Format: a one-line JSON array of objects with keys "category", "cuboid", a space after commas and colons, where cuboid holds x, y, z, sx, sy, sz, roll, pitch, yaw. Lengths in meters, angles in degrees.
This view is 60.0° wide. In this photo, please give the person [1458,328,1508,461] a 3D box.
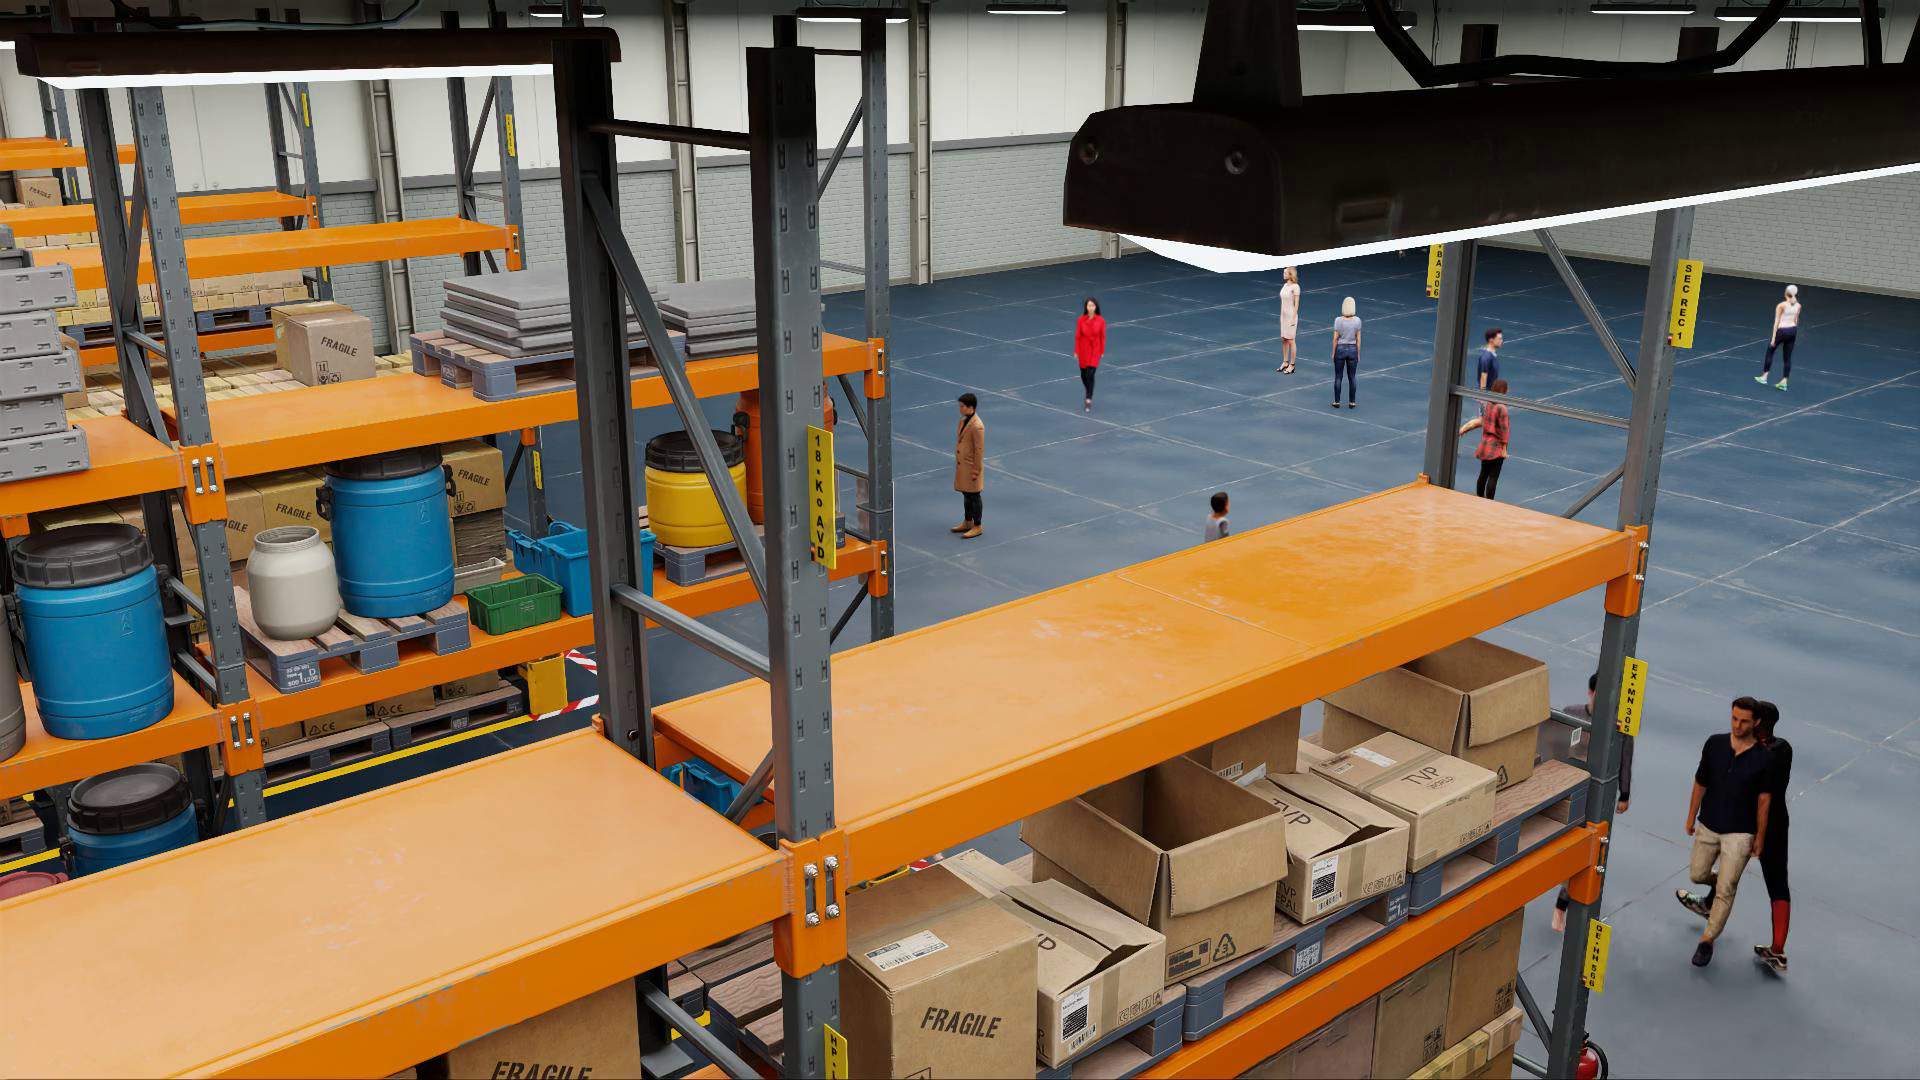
[{"category": "person", "cuboid": [7.163, -2.004, 22.882, 0.957, 1.824, 1.087, 9, 20, 25]}]

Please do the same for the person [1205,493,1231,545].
[{"category": "person", "cuboid": [2.548, 0.181, 16.782, 0.595, 1.447, 0.633, 17, 24, 42]}]

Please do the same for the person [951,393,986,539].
[{"category": "person", "cuboid": [0.127, -0.904, 19.664, 0.688, 1.726, 0.697, -9, 20, -26]}]

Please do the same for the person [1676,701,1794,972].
[{"category": "person", "cuboid": [5.289, 1.952, 10.848, 1.171, 1.753, 0.976, -6, 19, -18]}]

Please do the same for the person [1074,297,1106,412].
[{"category": "person", "cuboid": [2.004, -2.893, 25.790, 1.044, 1.713, 1.148, 3, 18, 9]}]

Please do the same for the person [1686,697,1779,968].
[{"category": "person", "cuboid": [5.075, 1.870, 10.957, 0.728, 1.841, 1.027, 15, 24, 39]}]

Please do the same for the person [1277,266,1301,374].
[{"category": "person", "cuboid": [5.593, -3.743, 28.216, 0.606, 1.829, 0.634, -7, 19, -21]}]

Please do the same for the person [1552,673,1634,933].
[{"category": "person", "cuboid": [4.334, 1.721, 11.492, 0.969, 1.794, 1.232, 11, 21, 29]}]

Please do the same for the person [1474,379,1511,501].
[{"category": "person", "cuboid": [6.552, -1.141, 20.429, 0.706, 1.702, 0.702, -4, 18, -12]}]

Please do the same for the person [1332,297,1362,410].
[{"category": "person", "cuboid": [5.995, -2.904, 25.817, 0.648, 1.718, 0.698, 3, 18, 8]}]

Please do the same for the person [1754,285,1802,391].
[{"category": "person", "cuboid": [13.439, -3.264, 26.989, 0.979, 1.677, 0.963, -2, 18, -8]}]
